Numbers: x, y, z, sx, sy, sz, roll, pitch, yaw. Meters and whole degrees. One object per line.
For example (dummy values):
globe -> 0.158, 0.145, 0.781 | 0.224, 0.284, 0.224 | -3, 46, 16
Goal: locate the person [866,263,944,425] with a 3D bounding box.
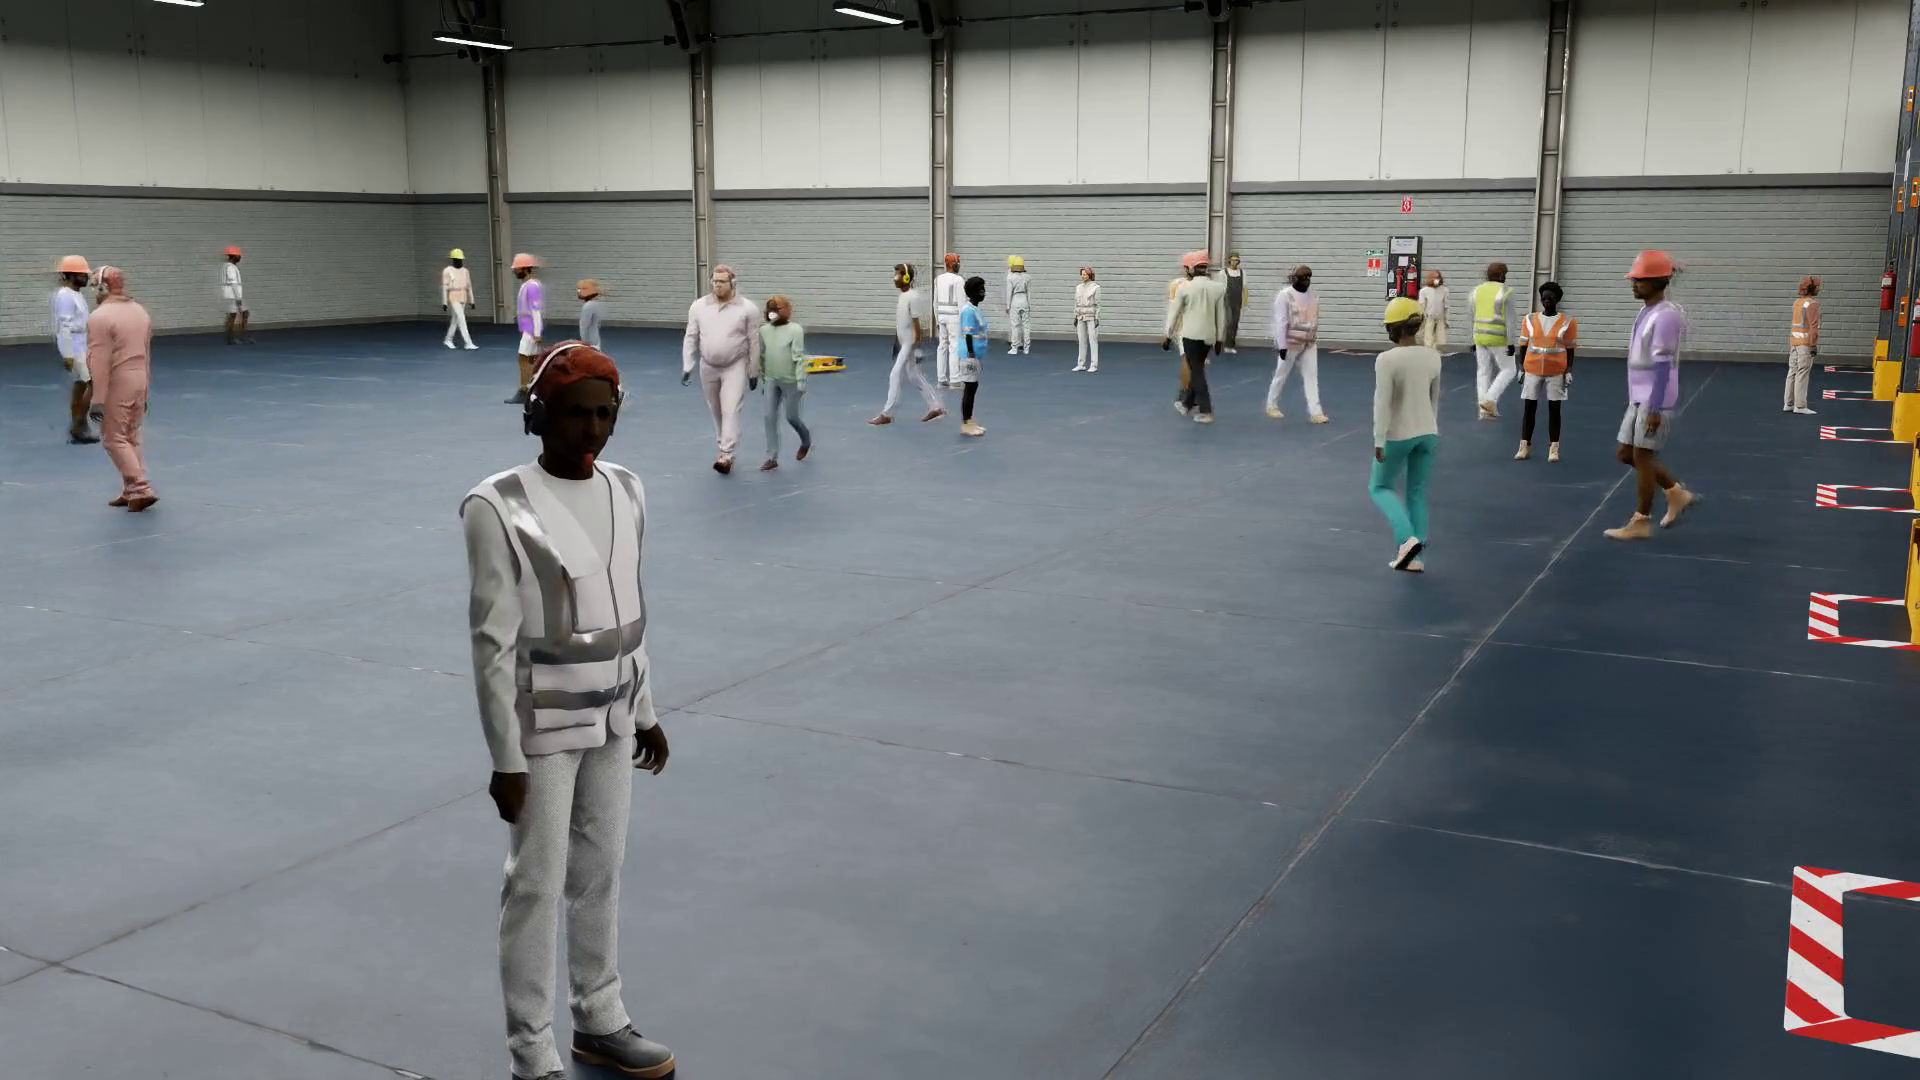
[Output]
person -> -0.602, -2.224, 18.865 | 0.948, 1.827, 0.538 | -3, 11, -15

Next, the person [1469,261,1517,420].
person -> 6.147, -2.285, 19.164 | 0.447, 1.827, 0.662 | -7, 12, -33

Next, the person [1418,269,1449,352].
person -> 7.269, -3.358, 25.594 | 0.519, 1.617, 0.418 | -2, 11, -12

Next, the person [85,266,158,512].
person -> -6.509, -1.157, 12.871 | 0.472, 1.919, 0.674 | 1, 10, 6

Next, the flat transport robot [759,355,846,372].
flat transport robot -> -2.559, -2.800, 26.229 | 1.431, 0.197, 0.652 | 7, 13, 34

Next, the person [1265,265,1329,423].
person -> 3.860, -2.256, 19.124 | 0.644, 1.796, 0.971 | -5, 12, -28

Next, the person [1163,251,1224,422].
person -> 2.708, -2.345, 19.200 | 0.620, 1.940, 1.014 | -4, 11, -23

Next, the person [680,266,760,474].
person -> -2.160, -1.544, 15.074 | 0.657, 1.853, 1.021 | 2, 10, 8

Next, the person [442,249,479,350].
person -> -9.420, -4.509, 31.166 | 0.972, 1.885, 0.602 | 6, 12, 29

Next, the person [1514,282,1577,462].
person -> 5.531, -1.586, 15.717 | 0.532, 1.697, 0.319 | 6, 12, 28

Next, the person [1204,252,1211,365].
person -> 4.007, -3.824, 27.522 | 0.429, 1.846, 0.632 | 2, 11, 12

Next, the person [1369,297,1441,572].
person -> 2.807, -0.645, 10.450 | 0.544, 1.750, 0.440 | -4, 11, -22

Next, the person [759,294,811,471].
person -> -1.594, -1.459, 15.276 | 0.513, 1.604, 0.681 | 5, 11, 25

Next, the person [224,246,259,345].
person -> -13.977, -4.748, 32.350 | 0.719, 1.916, 0.571 | -4, 11, -20

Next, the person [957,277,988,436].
person -> 0.163, -1.959, 17.779 | 0.365, 1.690, 0.567 | 2, 11, 11

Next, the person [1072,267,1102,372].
person -> 1.989, -3.444, 26.007 | 0.523, 1.640, 0.306 | 10, 15, 44

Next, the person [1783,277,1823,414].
person -> 10.102, -2.325, 19.908 | 0.307, 1.639, 0.525 | 0, 10, 1

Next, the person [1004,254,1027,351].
person -> 1.044, -4.367, 30.656 | 0.441, 1.781, 0.617 | -1, 10, -4

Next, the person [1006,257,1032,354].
person -> 1.052, -4.221, 29.961 | 0.484, 1.745, 0.298 | -4, 11, -20

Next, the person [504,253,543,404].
person -> -5.399, -2.691, 21.179 | 0.827, 1.914, 0.553 | -5, 11, -24

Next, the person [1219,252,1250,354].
person -> 4.935, -4.238, 29.829 | 0.529, 1.827, 0.612 | -3, 11, -16

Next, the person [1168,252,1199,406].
person -> 2.940, -2.613, 20.714 | 0.571, 1.913, 0.780 | -6, 12, -28

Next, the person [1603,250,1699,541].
person -> 4.837, -0.986, 11.539 | 0.577, 2.032, 0.608 | 1, 10, 6

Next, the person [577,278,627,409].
person -> -4.417, -2.344, 20.066 | 0.682, 1.612, 0.502 | -2, 11, -8

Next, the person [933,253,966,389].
person -> -0.131, -3.042, 23.145 | 0.339, 1.882, 0.581 | -9, 14, -41

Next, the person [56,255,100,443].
person -> -8.974, -1.937, 17.016 | 0.454, 1.921, 0.580 | -3, 11, -15

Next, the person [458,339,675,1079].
person -> -0.936, 0.461, 4.045 | 0.355, 1.886, 0.572 | 6, 12, 29
